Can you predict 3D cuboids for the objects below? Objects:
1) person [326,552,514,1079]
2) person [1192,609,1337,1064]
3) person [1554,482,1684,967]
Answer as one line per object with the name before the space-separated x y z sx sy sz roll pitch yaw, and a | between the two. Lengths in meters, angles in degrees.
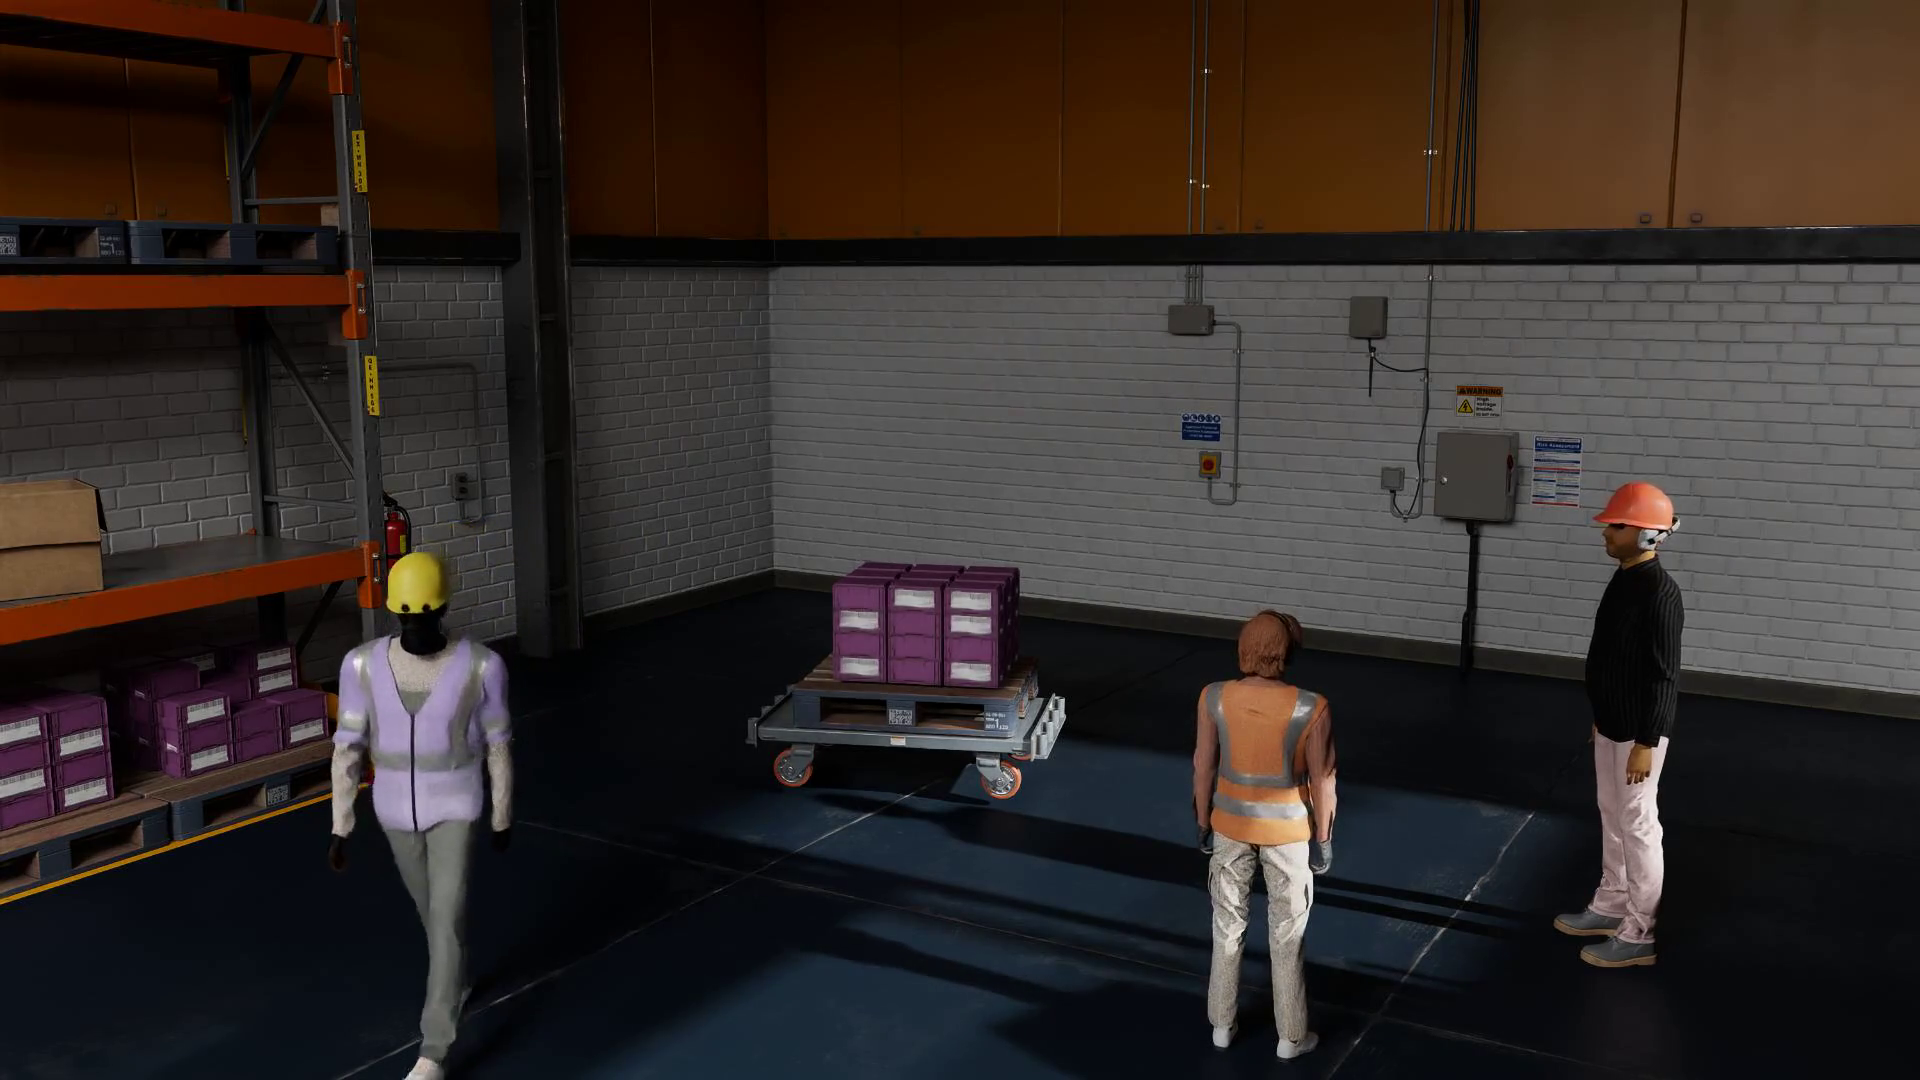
person | -1.915 0.965 5.946 0.596 1.864 1.022 0 9 1
person | 1.095 1.066 6.018 0.523 1.638 0.310 4 10 25
person | 2.747 0.753 6.865 0.381 1.994 0.613 1 9 3
